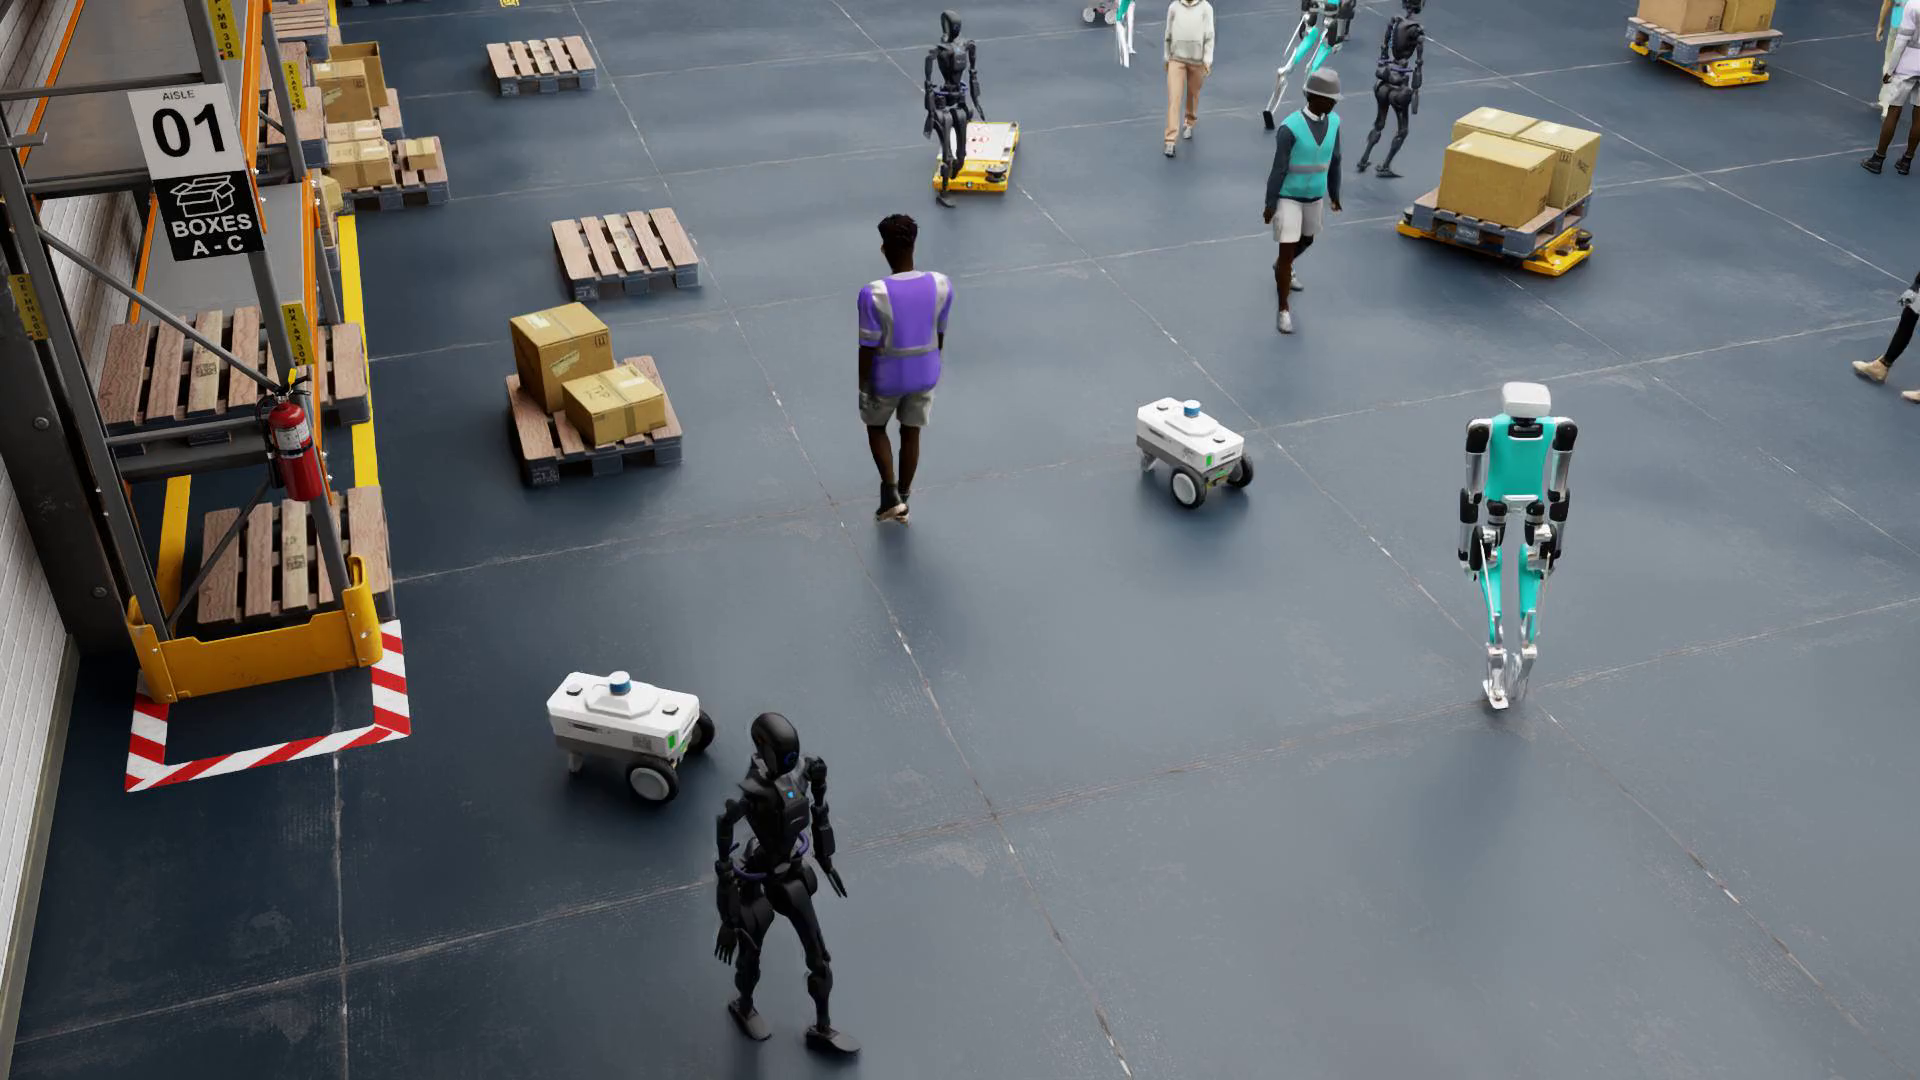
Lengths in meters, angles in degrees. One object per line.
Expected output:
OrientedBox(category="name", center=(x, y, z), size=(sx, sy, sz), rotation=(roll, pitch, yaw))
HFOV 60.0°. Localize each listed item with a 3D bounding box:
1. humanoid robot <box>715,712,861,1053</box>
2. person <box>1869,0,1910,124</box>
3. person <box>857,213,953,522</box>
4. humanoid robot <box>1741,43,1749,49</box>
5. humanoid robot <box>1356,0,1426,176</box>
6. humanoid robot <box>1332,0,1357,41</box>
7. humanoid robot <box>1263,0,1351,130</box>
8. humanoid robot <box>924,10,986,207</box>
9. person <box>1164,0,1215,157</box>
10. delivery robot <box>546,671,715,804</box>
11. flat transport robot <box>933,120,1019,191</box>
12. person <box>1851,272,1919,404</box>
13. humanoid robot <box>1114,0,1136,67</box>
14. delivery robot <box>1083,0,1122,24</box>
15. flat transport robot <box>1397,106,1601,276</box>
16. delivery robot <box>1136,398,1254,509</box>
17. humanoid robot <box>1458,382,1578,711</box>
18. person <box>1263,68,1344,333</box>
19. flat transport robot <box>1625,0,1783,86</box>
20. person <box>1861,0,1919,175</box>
OrientedBox(category="humanoid robot", center=(-0.691, 1.371, 6.478), size=(0.650, 1.630, 0.601), rotation=(28, 42, 35))
OrientedBox(category="person", center=(9.211, -4.949, 16.032), size=(0.671, 1.817, 0.540), rotation=(18, 37, 25))
OrientedBox(category="person", center=(-0.331, -0.984, 9.845), size=(0.602, 1.931, 0.453), rotation=(-12, 35, -18))
OrientedBox(category="humanoid robot", center=(8.409, -6.029, 17.726), size=(0.530, 1.763, 0.669), rotation=(2, 33, 4))
OrientedBox(category="humanoid robot", center=(3.870, -4.064, 14.798), size=(0.374, 1.642, 0.615), rotation=(-13, 35, -19))
OrientedBox(category="humanoid robot", center=(4.318, -6.380, 18.362), size=(0.608, 1.645, 0.407), rotation=(6, 34, 9))
OrientedBox(category="humanoid robot", center=(3.259, -4.798, 15.890), size=(0.942, 1.765, 0.548), rotation=(-26, 41, -34))
OrientedBox(category="humanoid robot", center=(-0.043, -3.711, 14.279), size=(0.613, 1.656, 0.448), rotation=(-23, 39, -31))
OrientedBox(category="person", center=(2.114, -4.445, 15.424), size=(0.465, 1.628, 0.863), rotation=(6, 34, 9))
OrientedBox(category="delivery robot", center=(-1.610, 0.920, 8.202), size=(0.785, 0.613, 0.525), rotation=(9, 34, 14))
OrientedBox(category="flat transport robot", center=(0.162, -3.557, 15.313), size=(0.659, 0.231, 1.431), rotation=(4, 33, 5))
OrientedBox(category="person", center=(6.558, -1.754, 11.261), size=(0.746, 1.658, 0.638), rotation=(27, 42, 35))
OrientedBox(category="humanoid robot", center=(1.823, -5.963, 17.684), size=(0.538, 1.804, 0.795), rotation=(-12, 35, -17))
OrientedBox(category="delivery robot", center=(1.713, -6.344, 19.307), size=(0.511, 0.573, 0.735), rotation=(8, 34, 13))
OrientedBox(category="flat transport robot", center=(4.423, -2.539, 13.753), size=(1.431, 0.231, 0.659), rotation=(25, 41, 33))
OrientedBox(category="delivery robot", center=(1.451, -0.601, 10.496), size=(0.499, 0.570, 0.742), rotation=(-22, 39, -30))
OrientedBox(category="humanoid robot", center=(2.759, 0.176, 8.309), size=(0.563, 1.848, 0.776), rotation=(2, 33, 2))
OrientedBox(category="person", center=(2.527, -2.596, 12.353), size=(0.626, 1.905, 0.864), rotation=(-10, 35, -15))
OrientedBox(category="flat transport robot", center=(7.899, -5.172, 17.790), size=(0.659, 0.231, 1.431), rotation=(-10, 34, -15))
OrientedBox(category="person", center=(8.514, -4.205, 14.782), size=(0.543, 1.938, 0.351), rotation=(5, 33, 7))
